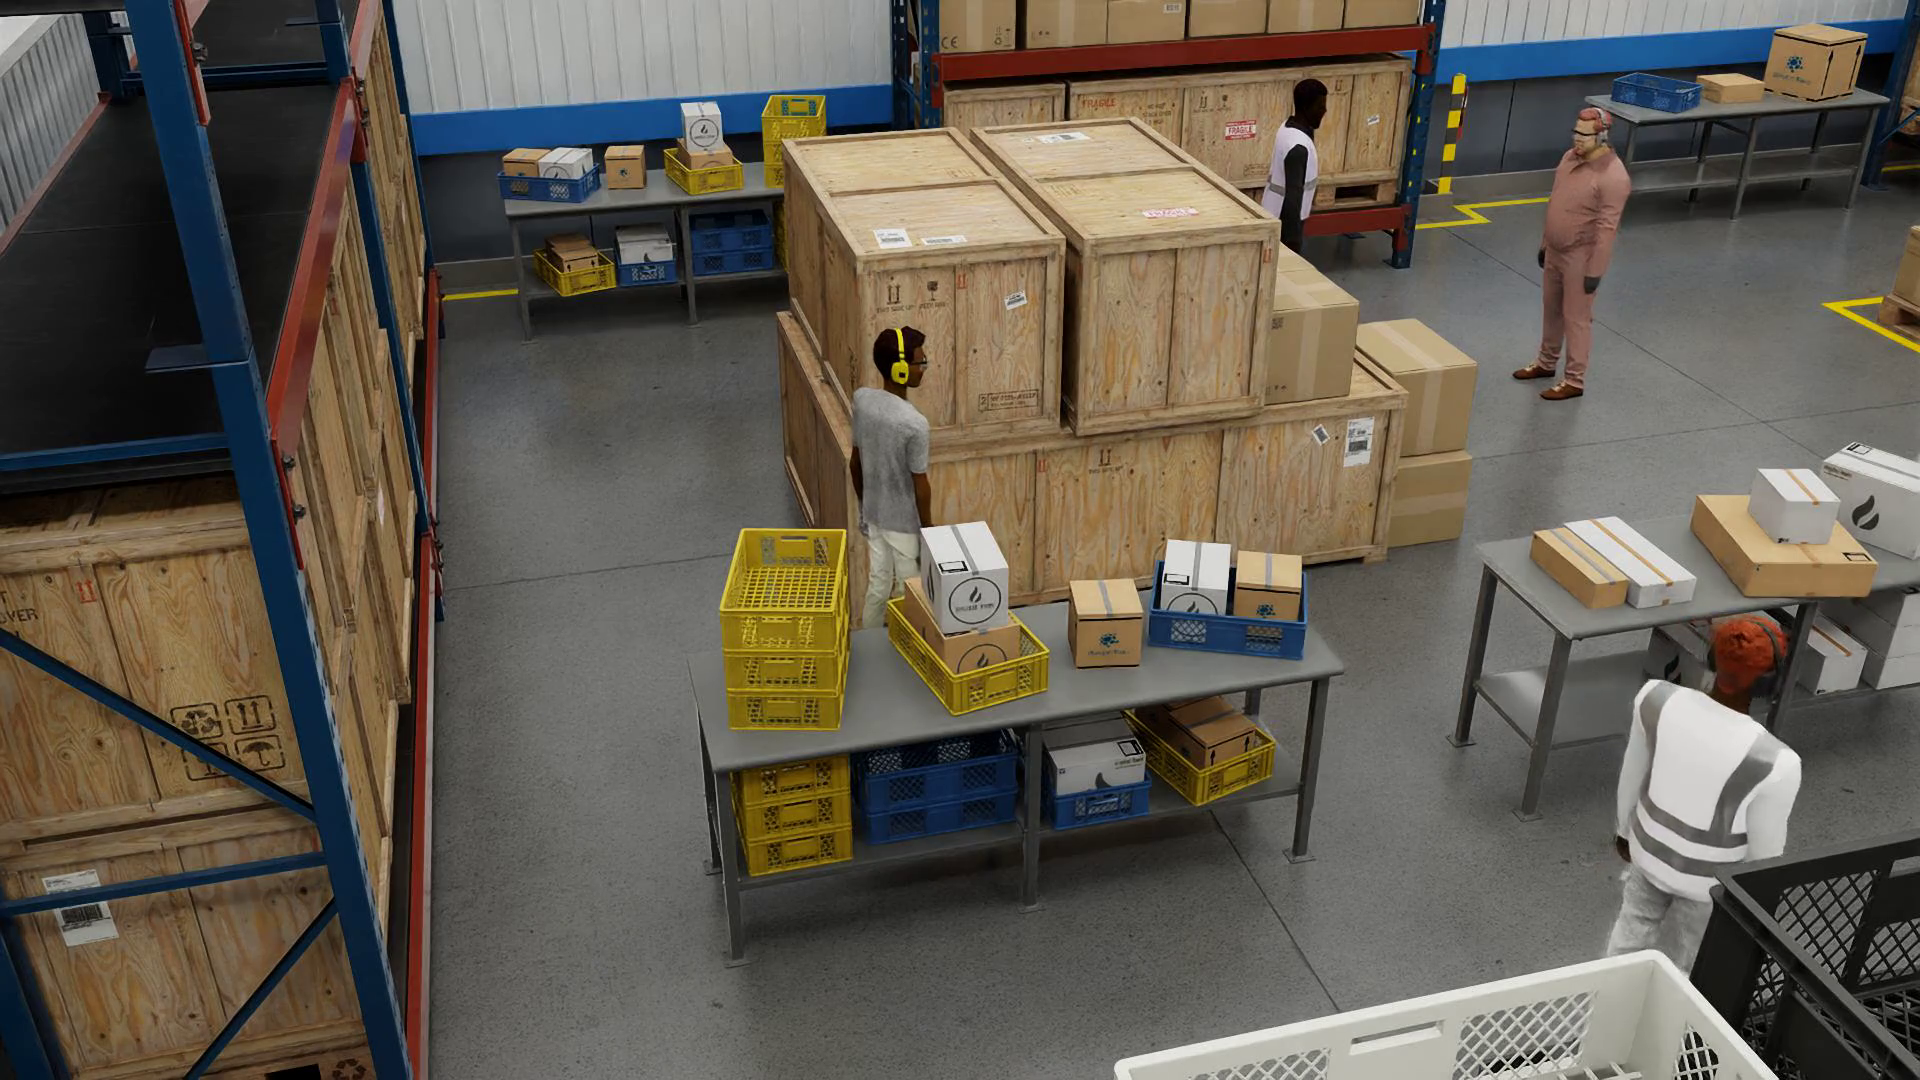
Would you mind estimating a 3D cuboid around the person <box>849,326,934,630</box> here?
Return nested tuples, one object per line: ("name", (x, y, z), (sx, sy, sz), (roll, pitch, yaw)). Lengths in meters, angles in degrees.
("person", (-0.287, -0.088, 7.609), (0.335, 1.865, 0.519), (-24, 37, -36))

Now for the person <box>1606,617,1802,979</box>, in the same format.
("person", (2.419, 1.066, 5.505), (0.391, 1.881, 0.581), (-19, 34, -30))

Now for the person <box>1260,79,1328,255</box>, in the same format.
("person", (2.243, -2.200, 11.394), (0.374, 1.913, 0.598), (2, 29, 4))

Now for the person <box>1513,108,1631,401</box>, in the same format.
("person", (3.964, -1.851, 10.779), (0.399, 1.899, 0.649), (-6, 29, -11))
